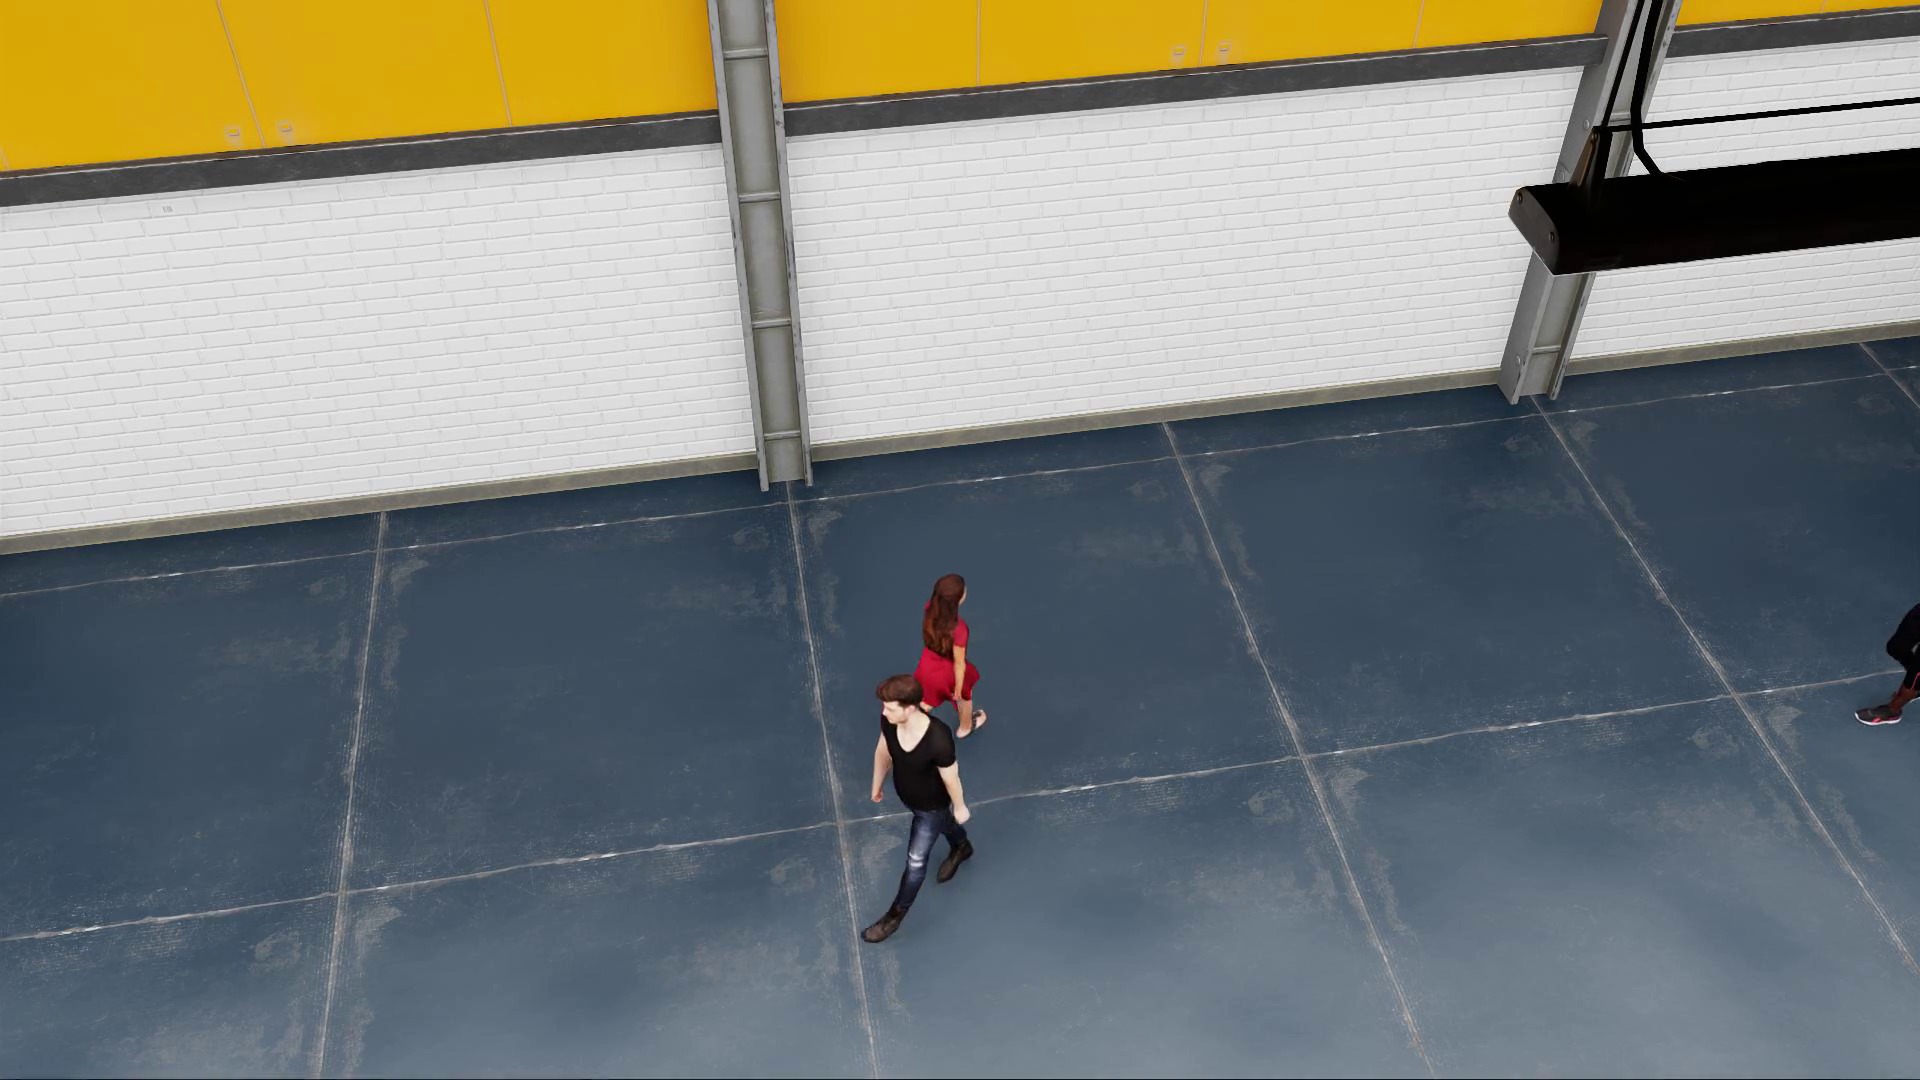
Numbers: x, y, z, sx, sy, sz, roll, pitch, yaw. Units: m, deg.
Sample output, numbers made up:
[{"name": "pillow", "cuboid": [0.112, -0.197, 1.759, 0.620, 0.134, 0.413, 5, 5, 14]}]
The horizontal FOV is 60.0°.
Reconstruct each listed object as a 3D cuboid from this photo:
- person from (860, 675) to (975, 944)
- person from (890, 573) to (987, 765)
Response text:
[{"name": "person", "cuboid": [-0.139, 1.374, 9.382, 1.152, 1.842, 1.298, 31, 52, 28]}, {"name": "person", "cuboid": [-0.157, 0.819, 10.193, 0.936, 1.526, 1.080, 32, 52, 29]}]
